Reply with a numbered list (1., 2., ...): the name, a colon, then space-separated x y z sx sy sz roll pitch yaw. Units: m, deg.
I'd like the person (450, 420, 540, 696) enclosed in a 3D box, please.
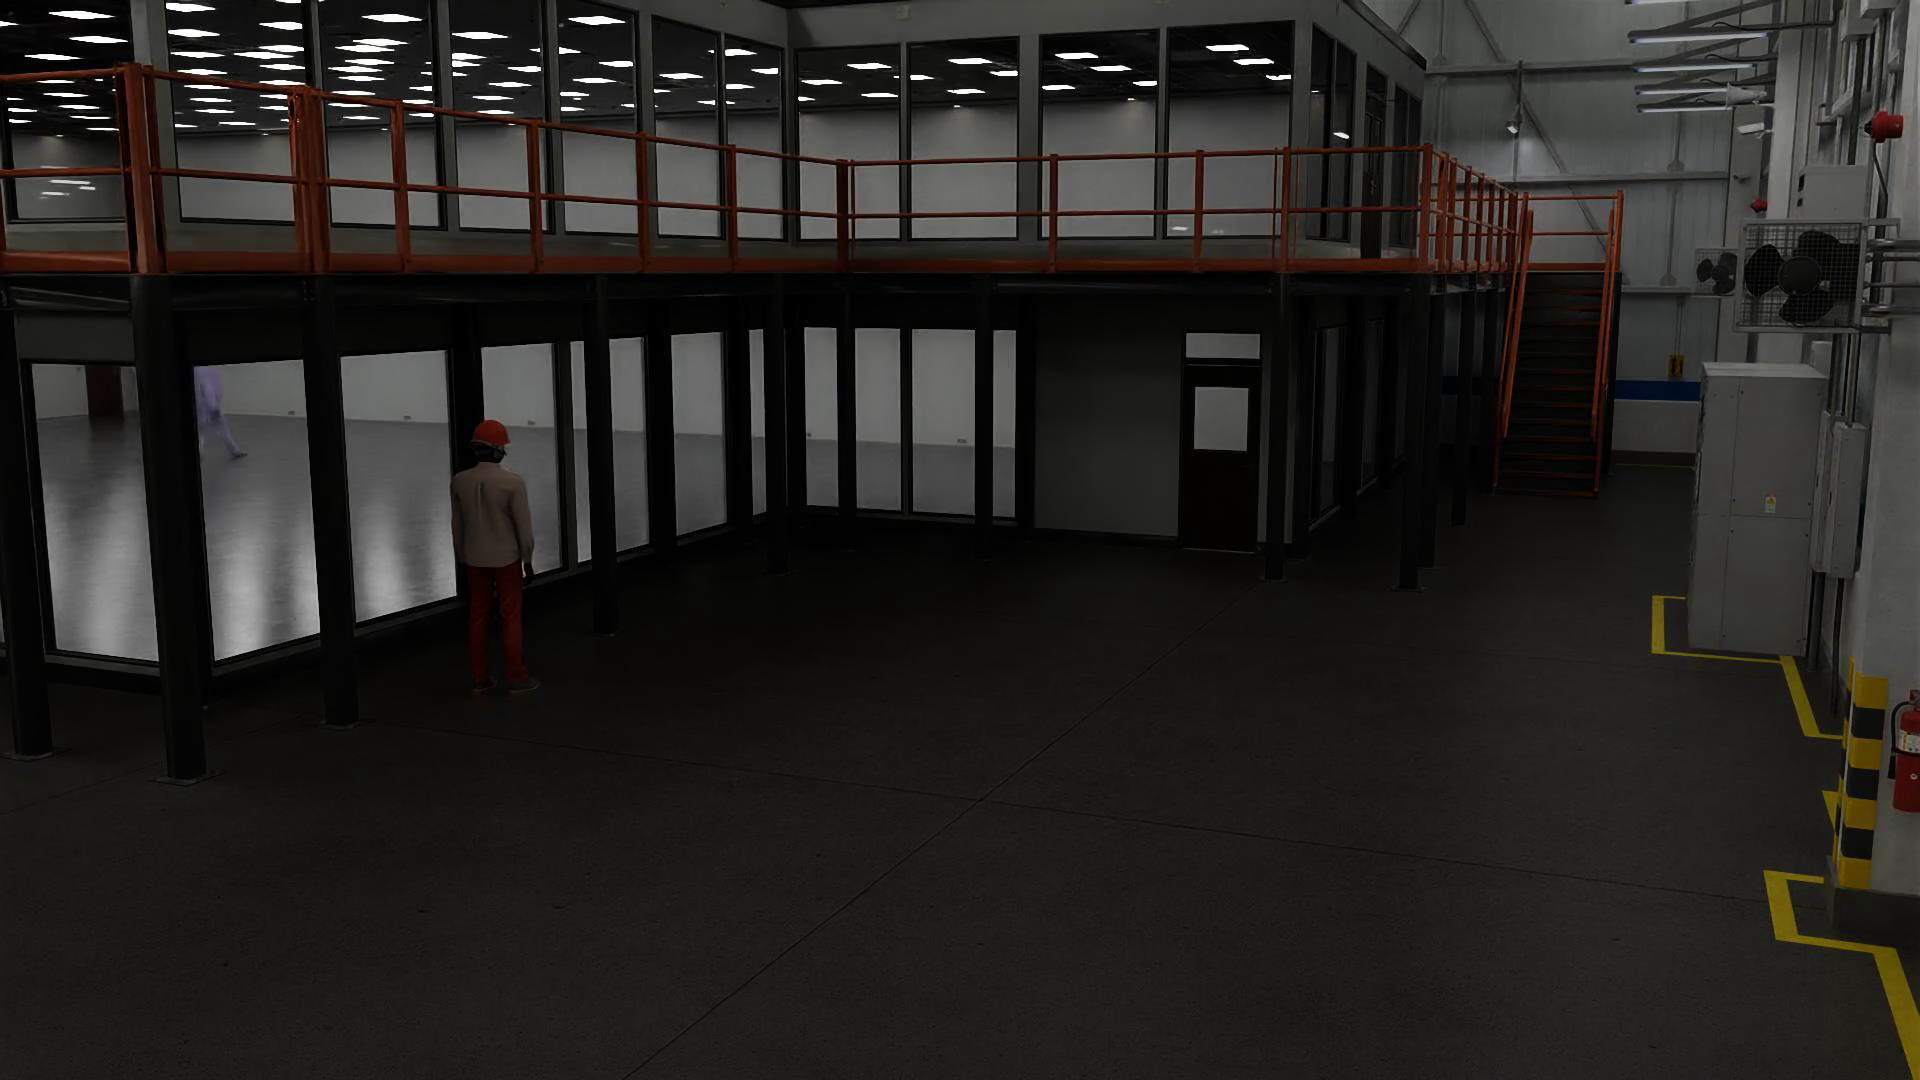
1. person: -3.346 0.133 11.974 0.611 1.995 0.381 2 9 12
